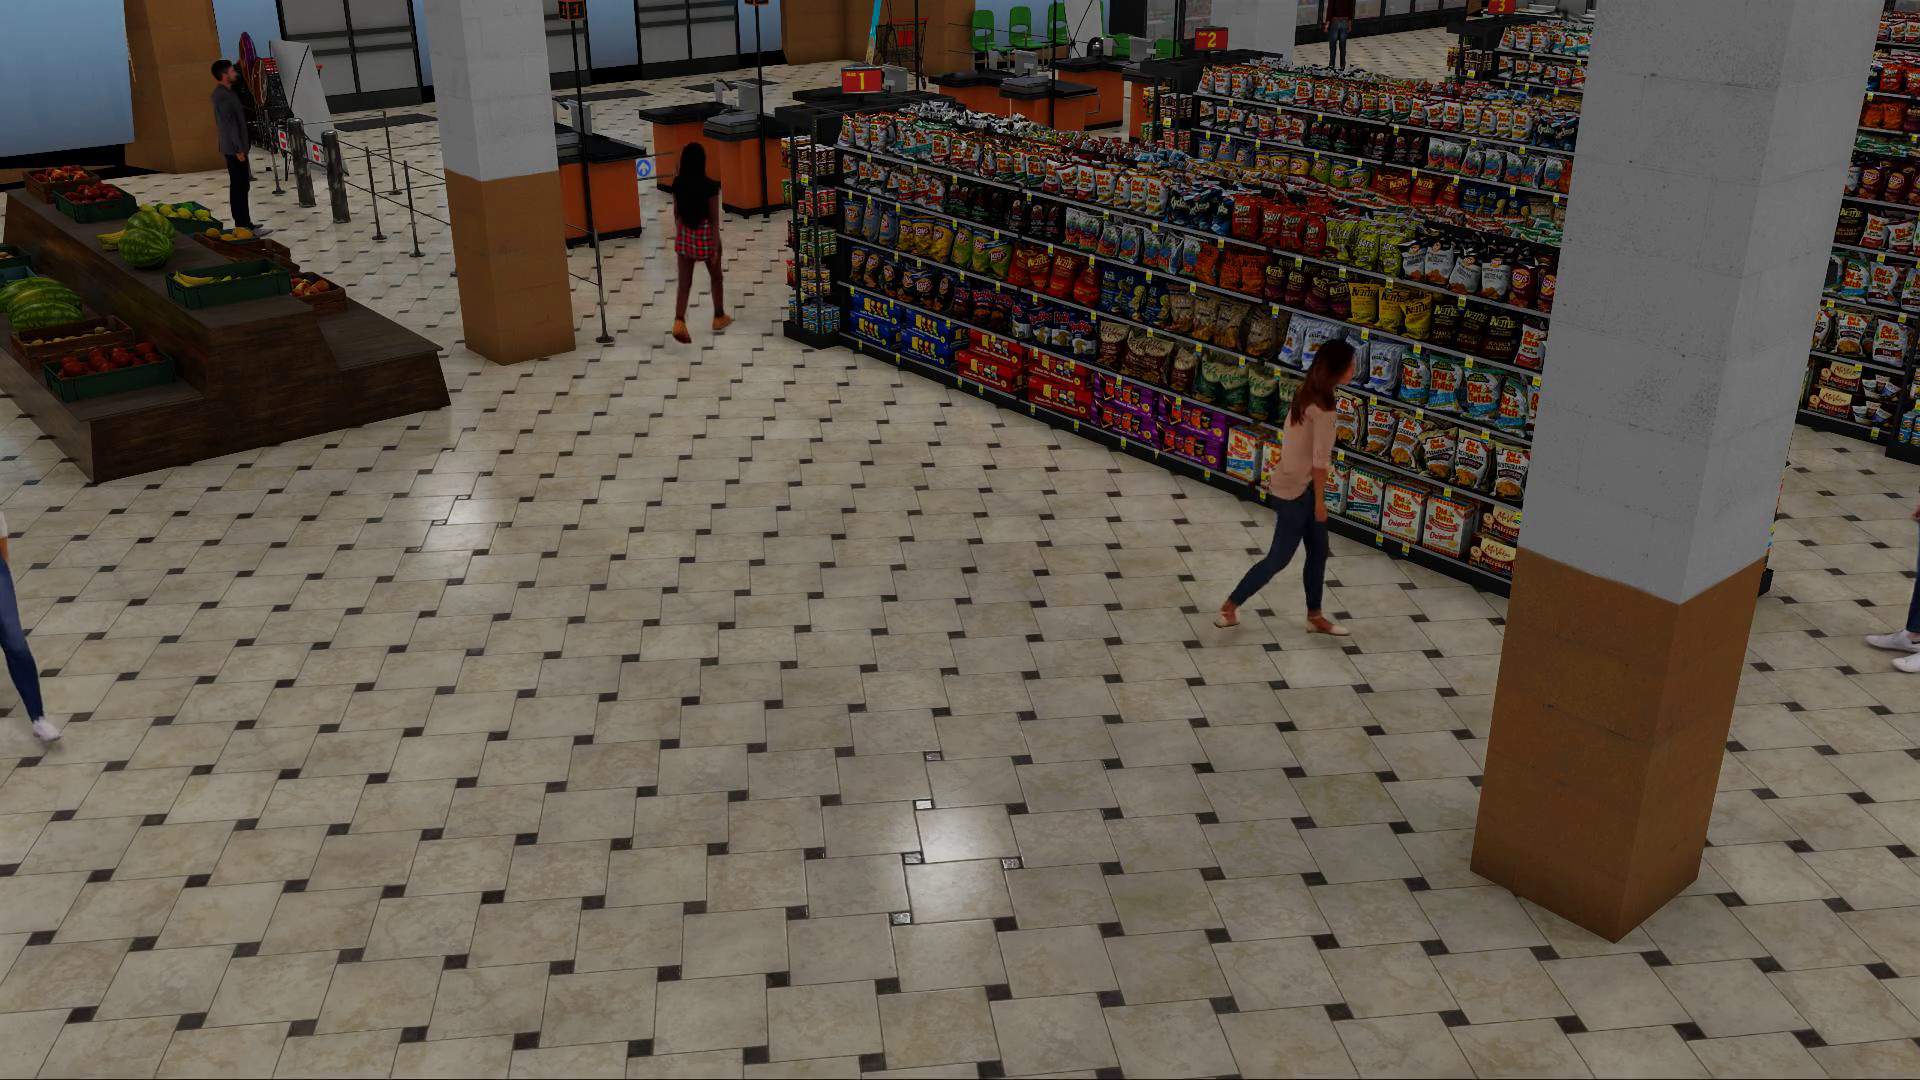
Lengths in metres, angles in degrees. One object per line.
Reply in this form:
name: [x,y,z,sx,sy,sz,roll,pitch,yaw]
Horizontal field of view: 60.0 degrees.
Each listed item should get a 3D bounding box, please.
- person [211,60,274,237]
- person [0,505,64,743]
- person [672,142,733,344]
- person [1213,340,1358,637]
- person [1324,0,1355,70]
person: [-7.867,-4.249,18.041,0.761,1.874,0.569,-15,28,-30]
person: [-4.922,0.174,8.178,1.155,1.677,0.672,22,32,40]
person: [-2.293,-2.513,14.308,1.177,1.686,1.138,5,24,11]
person: [1.752,-0.243,9.051,1.064,1.741,0.984,0,24,0]
person: [6.587,-8.940,28.874,0.719,1.782,0.700,-5,24,-11]
